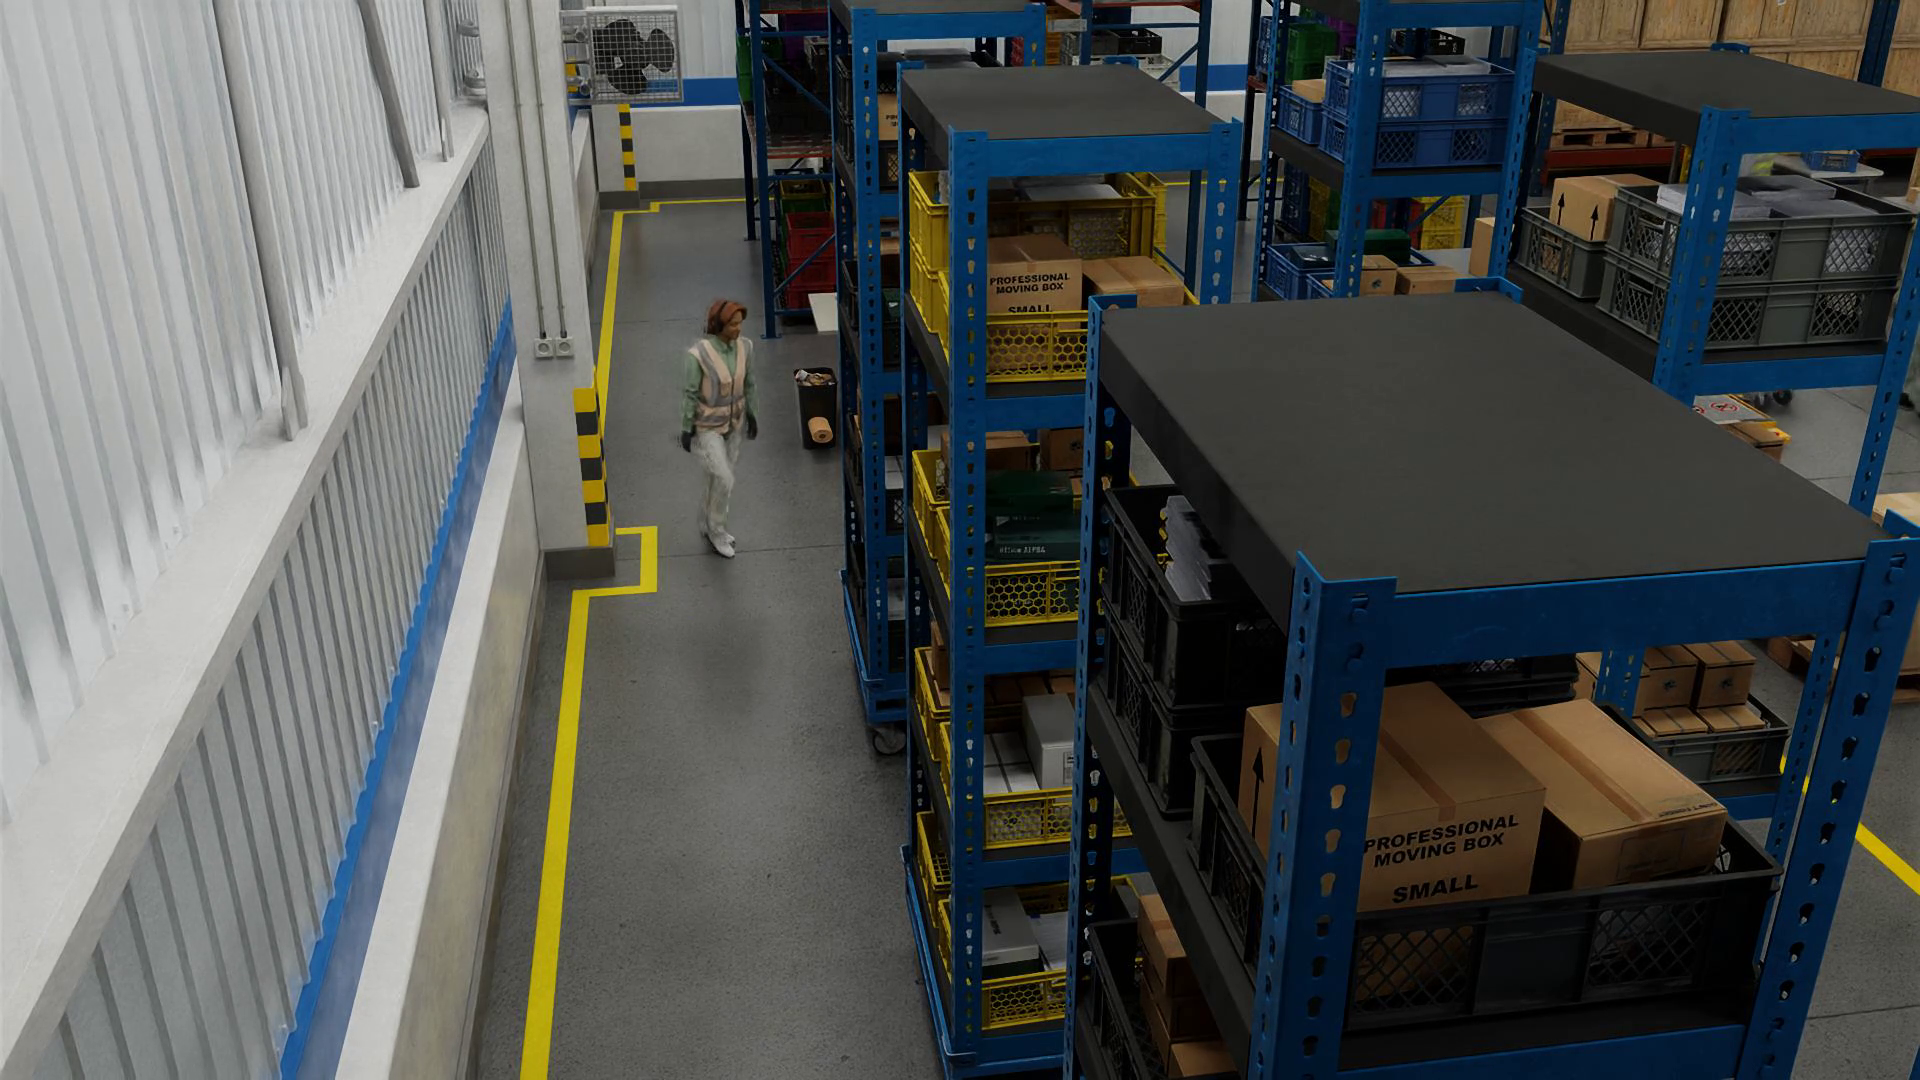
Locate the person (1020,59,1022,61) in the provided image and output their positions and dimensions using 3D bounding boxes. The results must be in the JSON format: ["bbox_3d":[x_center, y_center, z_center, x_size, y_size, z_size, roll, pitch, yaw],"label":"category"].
[{"bbox_3d":[0.711,-4.417,17.887,0.371,1.940,0.627,-7,26,-14],"label":"person"}]

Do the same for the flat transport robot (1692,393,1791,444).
[{"bbox_3d":[5.224,-0.859,12.132,1.431,0.197,0.652,-4,25,-8],"label":"flat transport robot"}]

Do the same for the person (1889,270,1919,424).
[{"bbox_3d":[7.309,-1.731,12.234,0.584,1.773,0.849,-7,26,-15],"label":"person"}]

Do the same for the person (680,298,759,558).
[{"bbox_3d":[-1.452,-0.692,10.166,0.531,1.605,0.531,18,30,34],"label":"person"}]

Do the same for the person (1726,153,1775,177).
[{"bbox_3d":[7.500,-3.451,15.901,0.429,1.841,0.633,15,29,30],"label":"person"}]

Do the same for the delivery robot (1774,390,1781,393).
[{"bbox_3d":[6.077,-1.397,12.856,0.477,0.478,0.707,-16,29,-31],"label":"delivery robot"}]

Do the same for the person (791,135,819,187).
[{"bbox_3d":[-1.741,-4.813,18.830,0.574,1.875,0.340,17,30,33],"label":"person"}]
